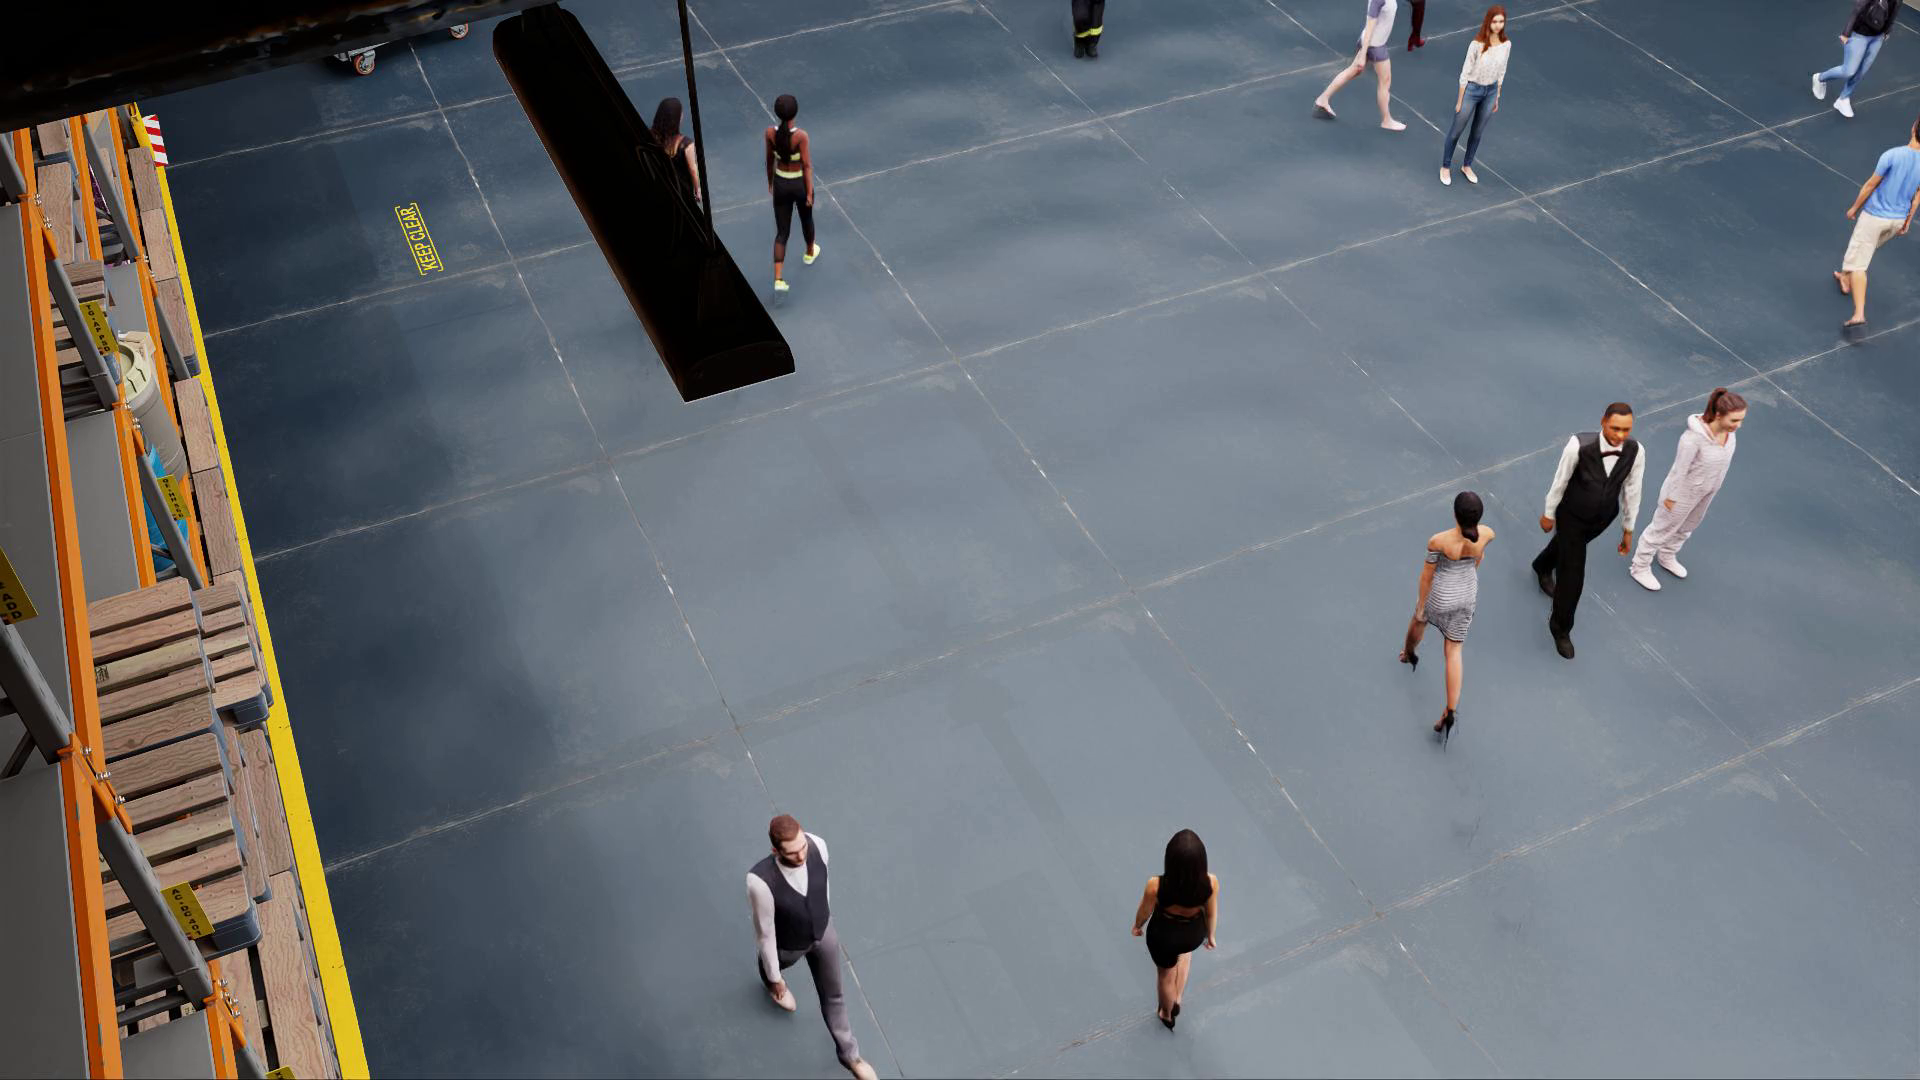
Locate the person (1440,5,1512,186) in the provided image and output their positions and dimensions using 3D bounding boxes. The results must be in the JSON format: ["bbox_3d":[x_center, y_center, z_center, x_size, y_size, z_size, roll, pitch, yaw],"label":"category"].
[{"bbox_3d":[4.794,-4.128,15.399,0.634,1.728,0.611,-4,44,-4],"label":"person"}]

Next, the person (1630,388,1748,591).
[{"bbox_3d":[5.039,-0.384,11.498,0.635,1.688,0.572,-20,47,-20],"label":"person"}]

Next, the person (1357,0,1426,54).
[{"bbox_3d":[4.520,-5.678,17.073,0.875,1.665,1.194,-31,52,-28],"label":"person"}]

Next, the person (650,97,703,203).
[{"bbox_3d":[-2.464,-2.914,14.144,0.869,1.701,0.933,8,44,8],"label":"person"}]

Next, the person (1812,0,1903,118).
[{"bbox_3d":[8.868,-4.992,16.384,0.701,1.621,0.773,-15,46,-15],"label":"person"}]

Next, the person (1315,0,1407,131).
[{"bbox_3d":[3.919,-4.817,16.126,1.142,1.722,1.113,13,45,13],"label":"person"}]

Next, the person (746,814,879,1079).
[{"bbox_3d":[-0.922,2.028,8.819,0.894,1.891,1.300,-29,51,-27],"label":"person"}]

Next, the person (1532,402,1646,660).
[{"bbox_3d":[4.190,-0.226,11.201,1.050,1.869,1.352,-1,44,-1],"label":"person"}]

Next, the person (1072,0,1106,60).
[{"bbox_3d":[1.340,-5.921,17.149,0.895,1.910,0.843,-4,44,-4],"label":"person"}]

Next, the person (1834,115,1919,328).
[{"bbox_3d":[7.644,-2.621,13.736,0.990,1.841,1.282,0,44,0],"label":"person"}]

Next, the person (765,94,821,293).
[{"bbox_3d":[-1.467,-2.898,14.118,1.012,1.715,1.174,8,44,8],"label":"person"}]

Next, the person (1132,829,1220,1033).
[{"bbox_3d":[1.165,2.176,8.847,0.660,1.639,0.651,-4,44,-4],"label":"person"}]

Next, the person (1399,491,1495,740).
[{"bbox_3d":[3.126,0.472,10.535,0.853,1.777,1.170,-3,44,-3],"label":"person"}]
